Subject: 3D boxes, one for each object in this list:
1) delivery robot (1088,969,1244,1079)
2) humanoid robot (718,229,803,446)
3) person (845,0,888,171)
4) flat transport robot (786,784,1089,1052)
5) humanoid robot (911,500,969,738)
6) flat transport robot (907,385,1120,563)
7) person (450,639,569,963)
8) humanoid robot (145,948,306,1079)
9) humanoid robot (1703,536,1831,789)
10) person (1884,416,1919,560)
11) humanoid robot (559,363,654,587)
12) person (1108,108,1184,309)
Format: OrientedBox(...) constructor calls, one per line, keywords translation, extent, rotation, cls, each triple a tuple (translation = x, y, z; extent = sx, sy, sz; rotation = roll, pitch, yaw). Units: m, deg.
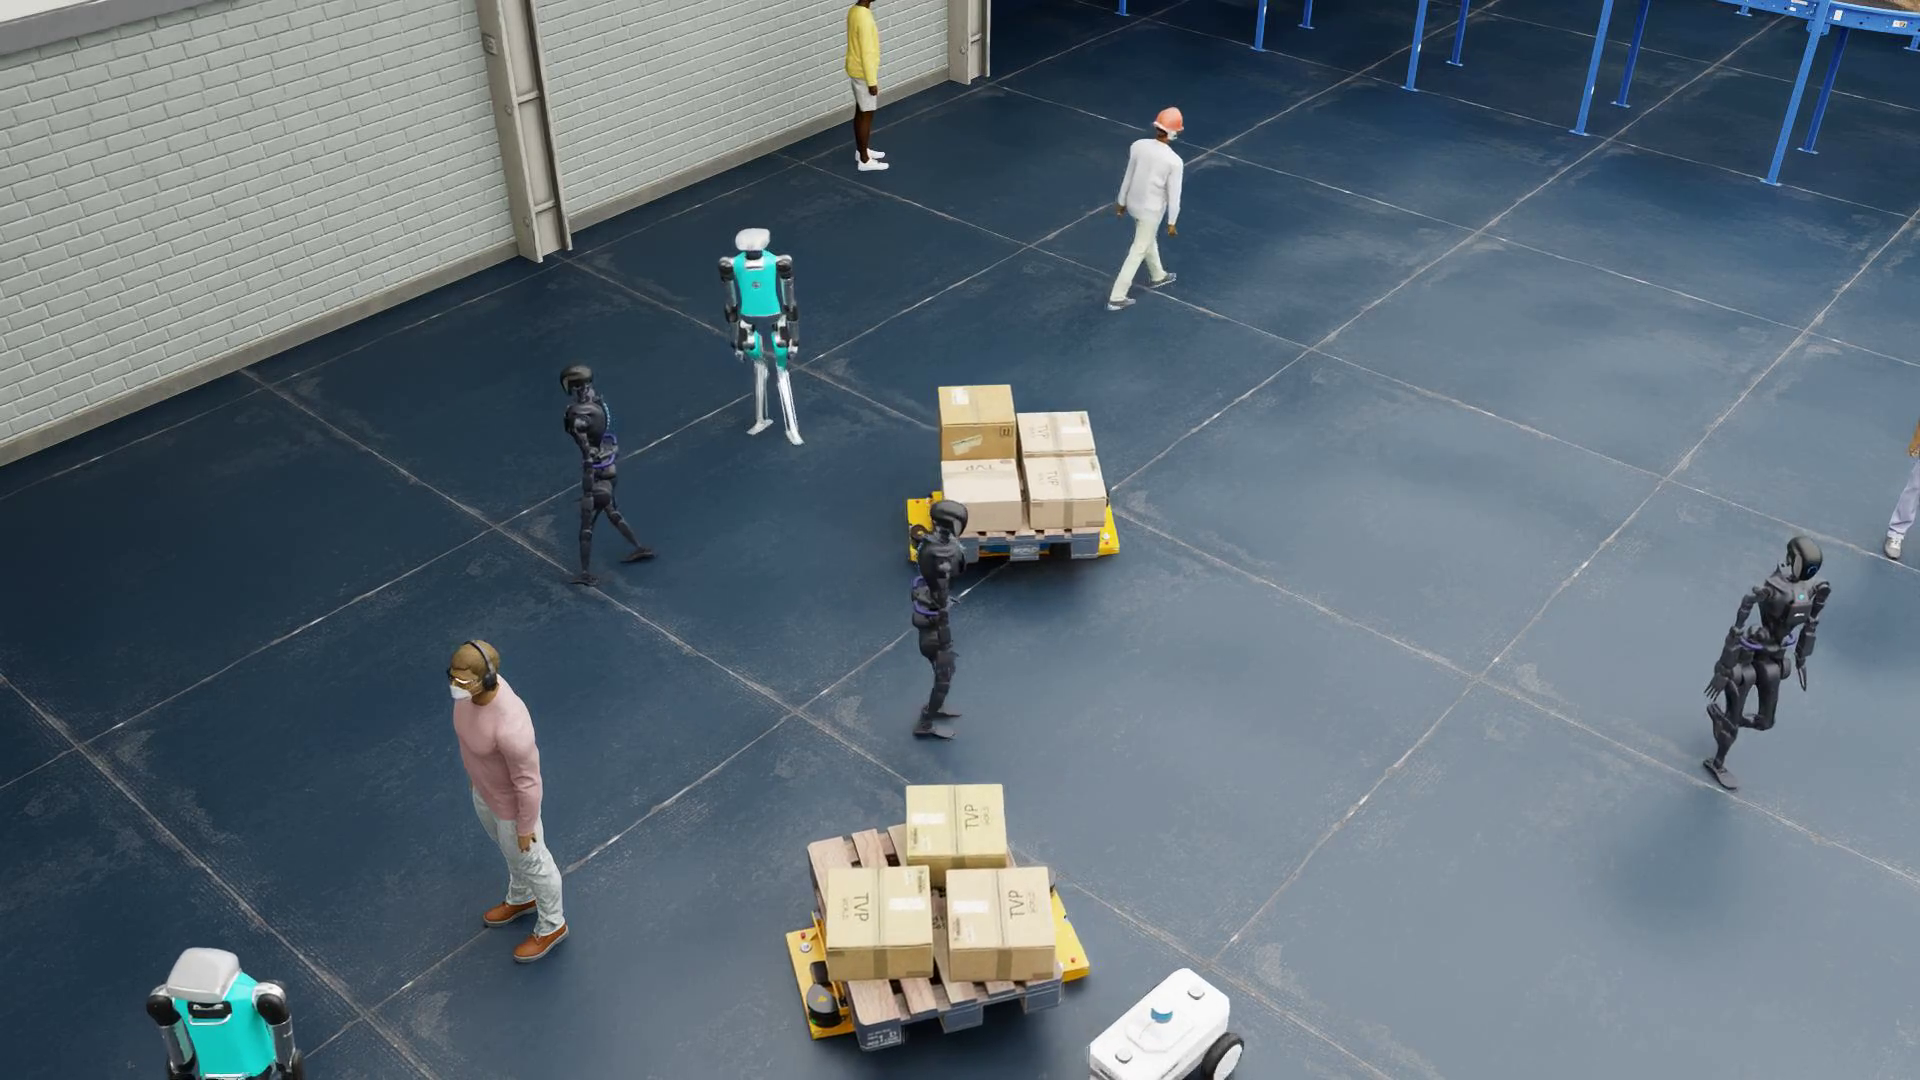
OrientedBox(translation=(0.937, 2.364, 7.807), extent=(0.769, 0.577, 0.499), rotation=(-29, 45, -34), cls="delivery robot")
OrientedBox(translation=(-1.443, -1.574, 12.315), extent=(0.550, 1.750, 0.750), rotation=(-1, 35, -1), cls="humanoid robot")
OrientedBox(translation=(-0.941, -4.621, 16.483), extent=(0.386, 1.895, 0.549), rotation=(-7, 36, -10), cls="person")
OrientedBox(translation=(-0.125, 2.072, 8.478), extent=(1.431, 0.231, 0.659), rotation=(-10, 37, -13), cls="flat transport robot")
OrientedBox(translation=(-0.133, 0.435, 9.570), extent=(0.373, 1.641, 0.609), rotation=(-2, 36, -3), cls="humanoid robot")
OrientedBox(translation=(0.358, -0.129, 11.569), extent=(1.431, 0.231, 0.659), rotation=(-2, 36, -3), cls="flat transport robot")
OrientedBox(translation=(-2.244, 1.263, 8.176), extent=(0.368, 1.939, 0.633), rotation=(-25, 43, -31), cls="person")
OrientedBox(translation=(-2.896, 2.510, 6.706), extent=(0.541, 1.910, 0.721), rotation=(-1, 35, -2), cls="humanoid robot")
OrientedBox(translation=(4.427, 0.628, 9.293), extent=(0.591, 1.640, 0.479), rotation=(-9, 36, -12), cls="humanoid robot")
OrientedBox(translation=(6.591, -0.663, 10.972), extent=(0.557, 1.837, 0.391), rotation=(15, 38, 20), cls="person")
OrientedBox(translation=(-2.398, -0.463, 10.845), extent=(0.615, 1.629, 0.610), rotation=(-3, 36, -5), cls="humanoid robot")
OrientedBox(translation=(1.604, -2.821, 14.131), extent=(0.868, 1.683, 0.585), rotation=(-22, 41, -28), cls="person")
